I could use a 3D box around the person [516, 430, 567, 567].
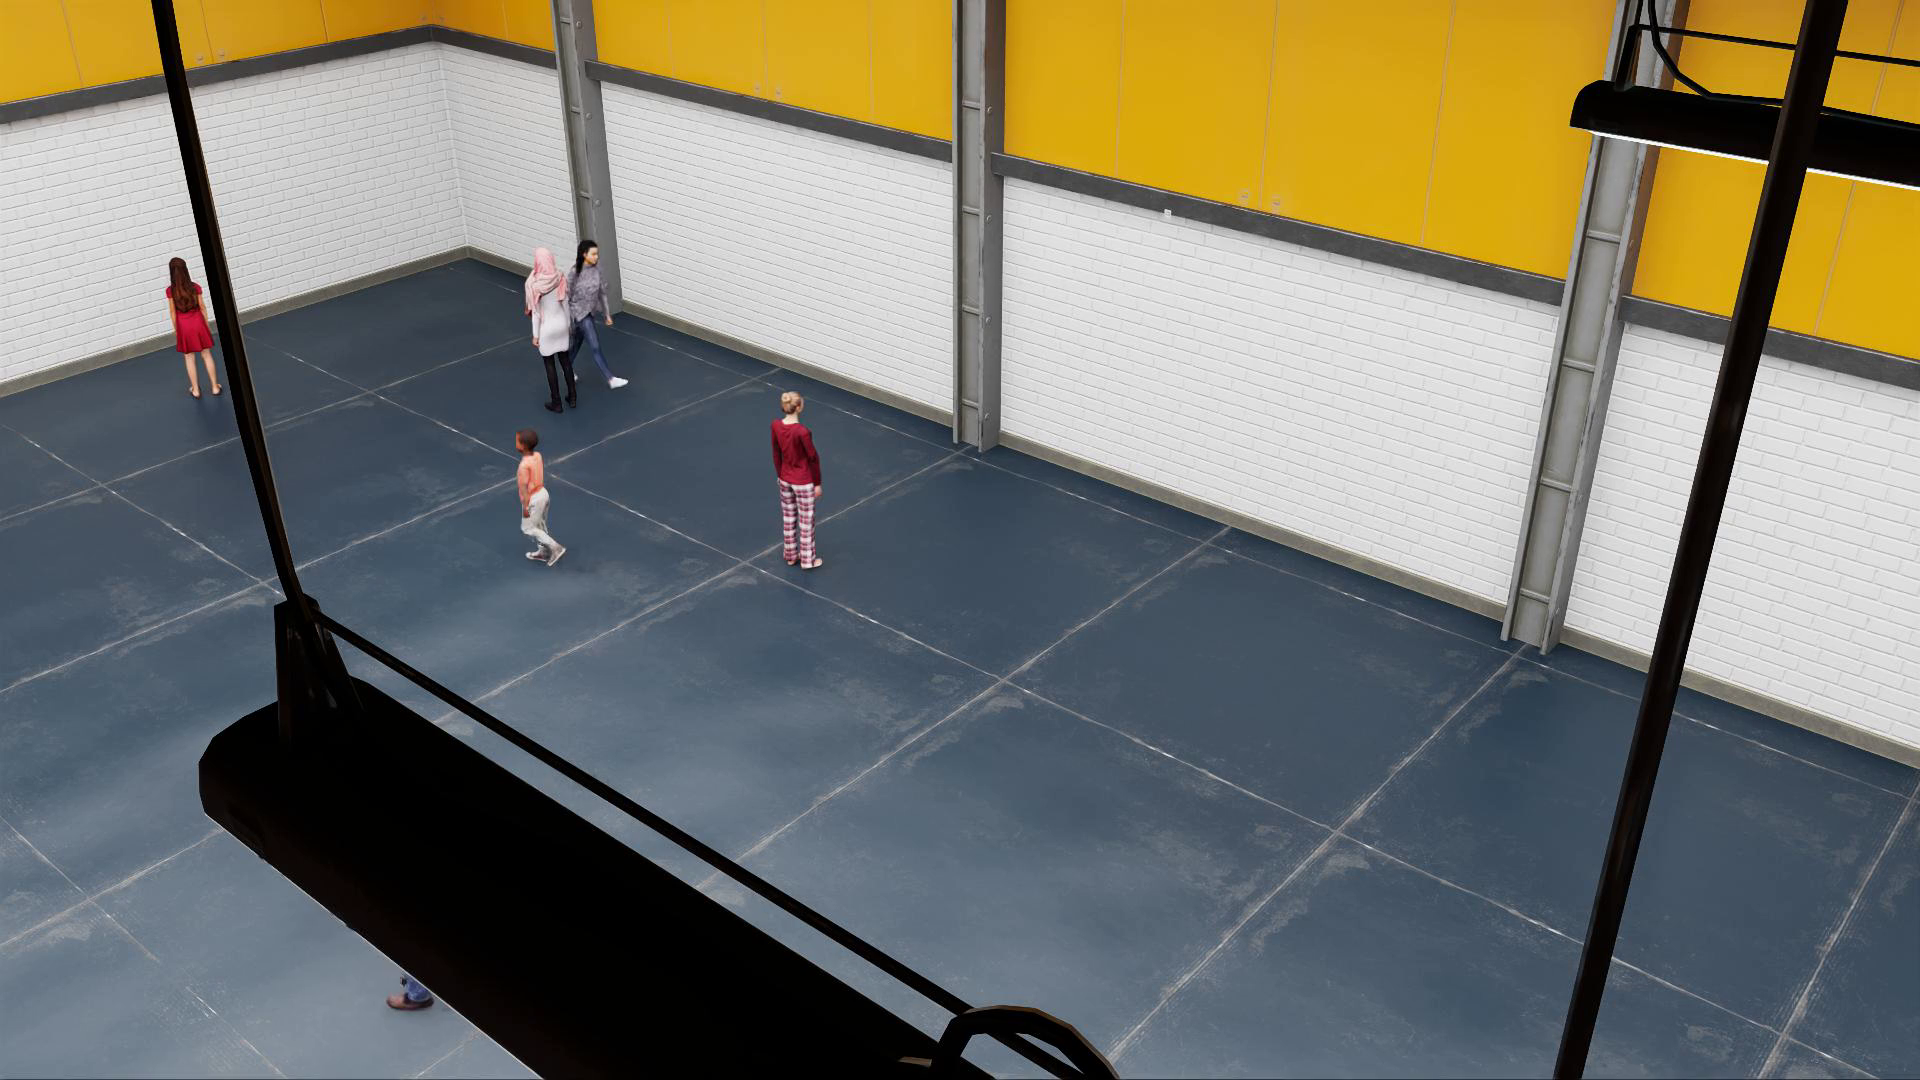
[{"bbox_3d":[-3.715,-0.358,14.720,0.743,1.301,0.635,7,29,13],"label":"person"}]

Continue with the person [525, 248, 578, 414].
[{"bbox_3d":[-4.326,-2.230,17.627,0.660,1.803,0.620,-24,37,-37],"label":"person"}]

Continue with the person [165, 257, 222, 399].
[{"bbox_3d":[-8.346,-2.314,18.044,0.627,1.551,0.689,-16,32,-27],"label":"person"}]

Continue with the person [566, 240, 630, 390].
[{"bbox_3d":[-4.186,-2.463,18.203,1.225,1.661,0.730,19,34,31],"label":"person"}]

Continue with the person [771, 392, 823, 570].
[{"bbox_3d":[-1.434,-0.537,14.635,0.474,1.696,0.698,17,33,29],"label":"person"}]
